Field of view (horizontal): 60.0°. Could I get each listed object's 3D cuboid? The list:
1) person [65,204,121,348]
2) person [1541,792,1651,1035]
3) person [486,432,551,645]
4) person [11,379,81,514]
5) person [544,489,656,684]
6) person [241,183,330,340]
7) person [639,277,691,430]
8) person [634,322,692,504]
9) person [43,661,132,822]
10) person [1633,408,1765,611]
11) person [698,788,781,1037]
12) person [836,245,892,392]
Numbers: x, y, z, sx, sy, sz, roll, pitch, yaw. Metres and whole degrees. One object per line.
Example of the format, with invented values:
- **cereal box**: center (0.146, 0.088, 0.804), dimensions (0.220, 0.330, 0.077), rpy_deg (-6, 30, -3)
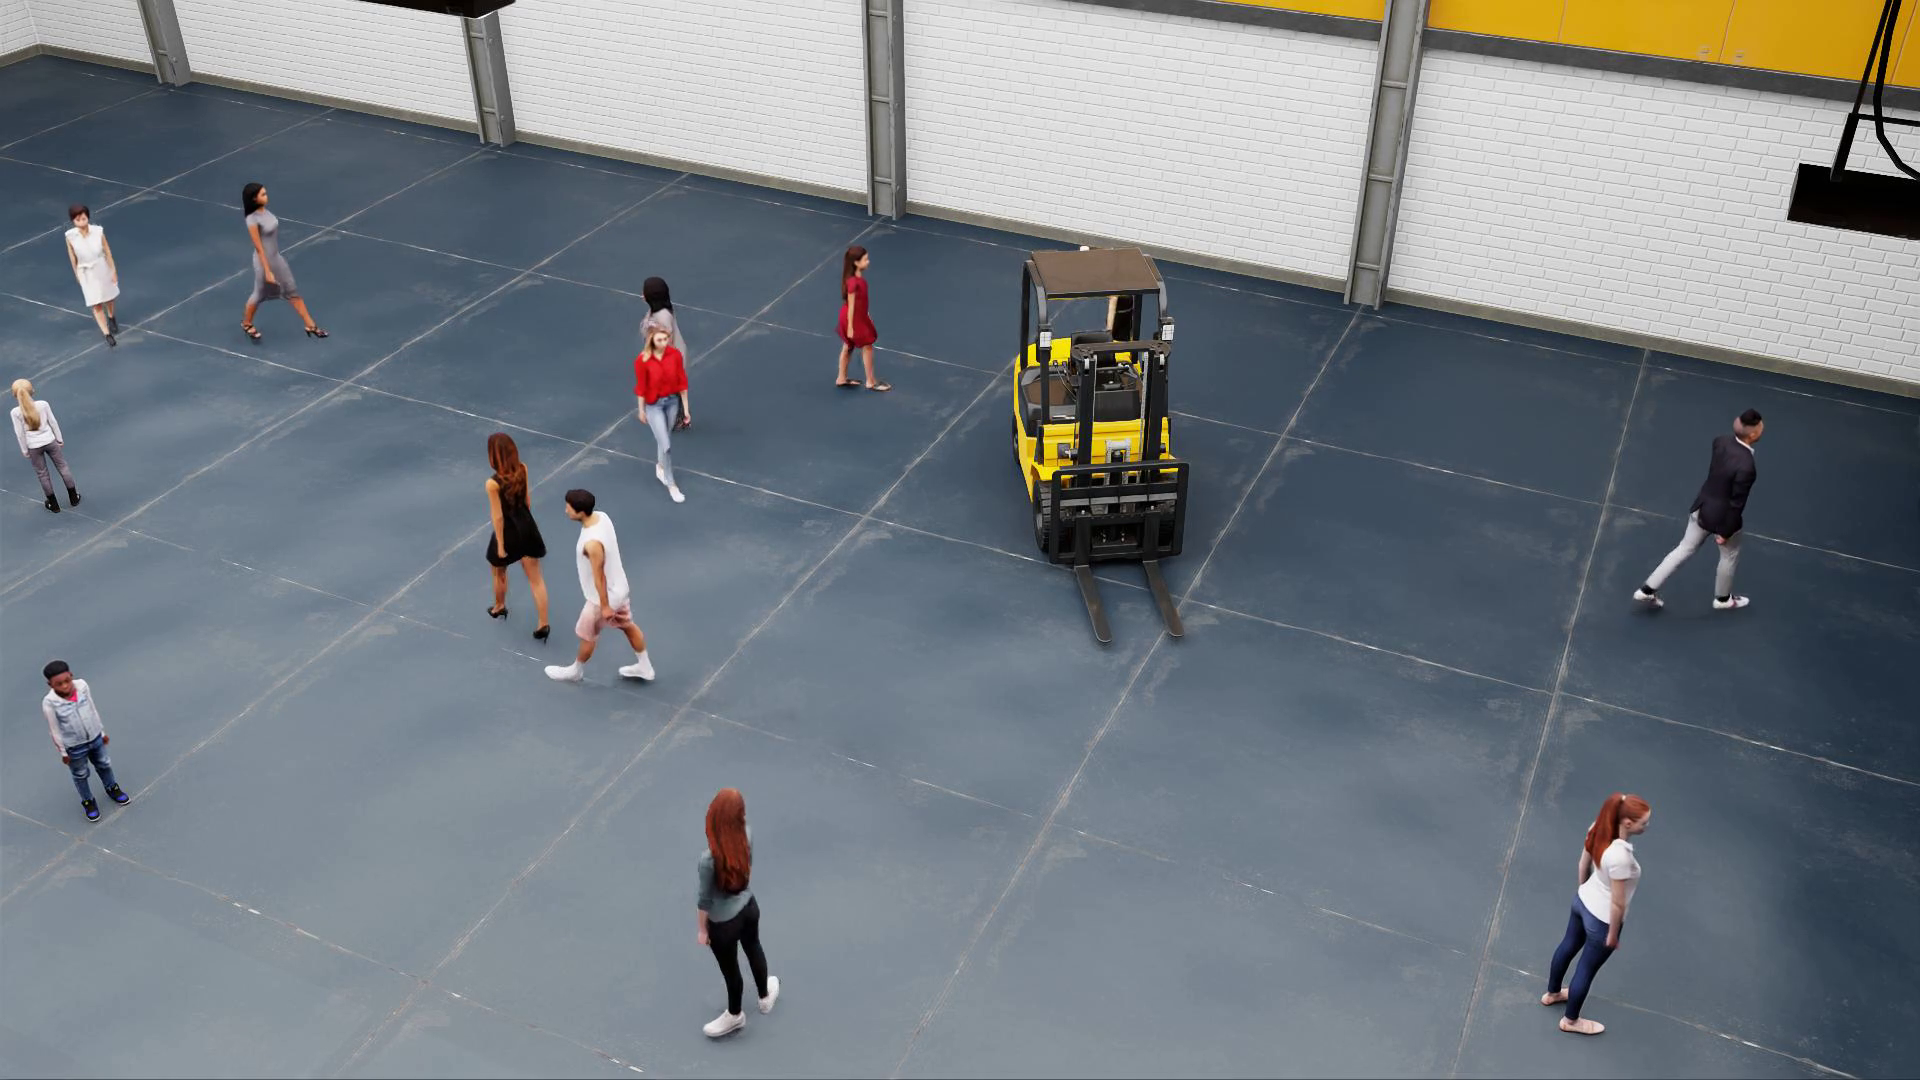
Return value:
- **person**: center (-9.089, -2.820, 17.500), dimensions (0.893, 1.507, 1.074), rpy_deg (-19, 38, -26)
- **person**: center (3.724, 2.182, 9.766), dimensions (0.677, 1.737, 0.651), rpy_deg (-4, 34, -6)
- **person**: center (-3.383, 0.026, 12.941), dimensions (0.969, 1.814, 0.721), rpy_deg (22, 39, 29)
- **person**: center (-8.140, -0.848, 14.740), dimensions (0.569, 1.278, 0.598), rpy_deg (-24, 40, -31)
- **person**: center (-2.568, 0.390, 12.461), dimensions (1.160, 1.739, 0.948), rpy_deg (2, 34, 2)
- **person**: center (-7.300, -2.833, 17.324), dimensions (1.225, 1.724, 0.925), rpy_deg (2, 34, 3)
- **person**: center (-2.720, -1.756, 15.822), dimensions (0.789, 1.592, 0.747), rpy_deg (-2, 34, -3)
- **person**: center (-2.705, -1.231, 14.952), dimensions (0.858, 1.682, 0.990), rpy_deg (-22, 39, -29)
- **person**: center (-6.057, 1.344, 11.459), dimensions (0.550, 1.260, 0.530), rpy_deg (25, 41, 33)
- **person**: center (5.926, -0.217, 13.216), dimensions (1.320, 1.913, 1.169), rpy_deg (-6, 34, -9)
- **person**: center (-1.365, 2.229, 9.710), dimensions (0.578, 1.722, 0.746), rpy_deg (11, 35, 15)
- **person**: center (-1.124, -2.190, 16.532), dimensions (0.882, 1.528, 0.731), rpy_deg (1, 34, 1)
